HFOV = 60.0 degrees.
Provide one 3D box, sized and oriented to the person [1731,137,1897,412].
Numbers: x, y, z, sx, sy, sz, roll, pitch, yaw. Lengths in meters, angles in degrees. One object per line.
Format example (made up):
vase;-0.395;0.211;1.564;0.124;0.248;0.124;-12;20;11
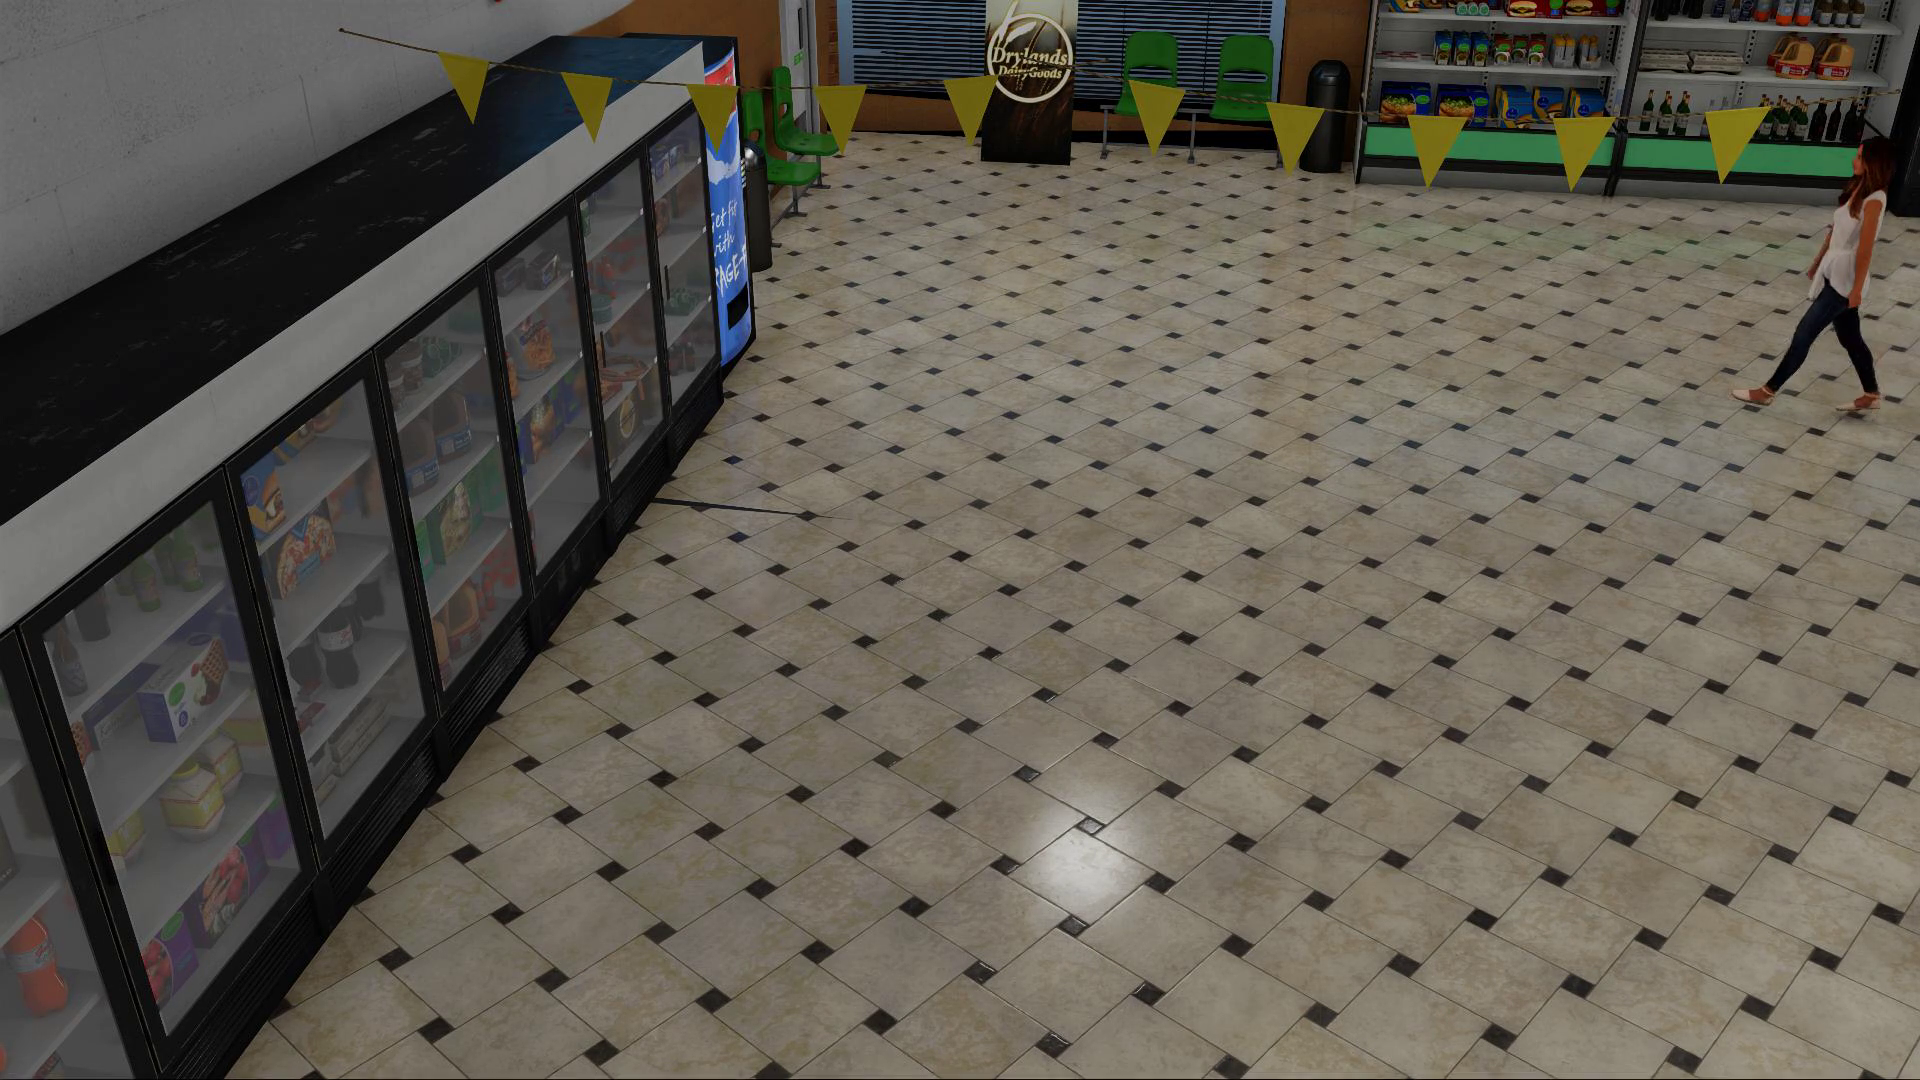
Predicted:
person;5.511;-1.553;10.202;1.127;1.736;0.684;8;30;14
